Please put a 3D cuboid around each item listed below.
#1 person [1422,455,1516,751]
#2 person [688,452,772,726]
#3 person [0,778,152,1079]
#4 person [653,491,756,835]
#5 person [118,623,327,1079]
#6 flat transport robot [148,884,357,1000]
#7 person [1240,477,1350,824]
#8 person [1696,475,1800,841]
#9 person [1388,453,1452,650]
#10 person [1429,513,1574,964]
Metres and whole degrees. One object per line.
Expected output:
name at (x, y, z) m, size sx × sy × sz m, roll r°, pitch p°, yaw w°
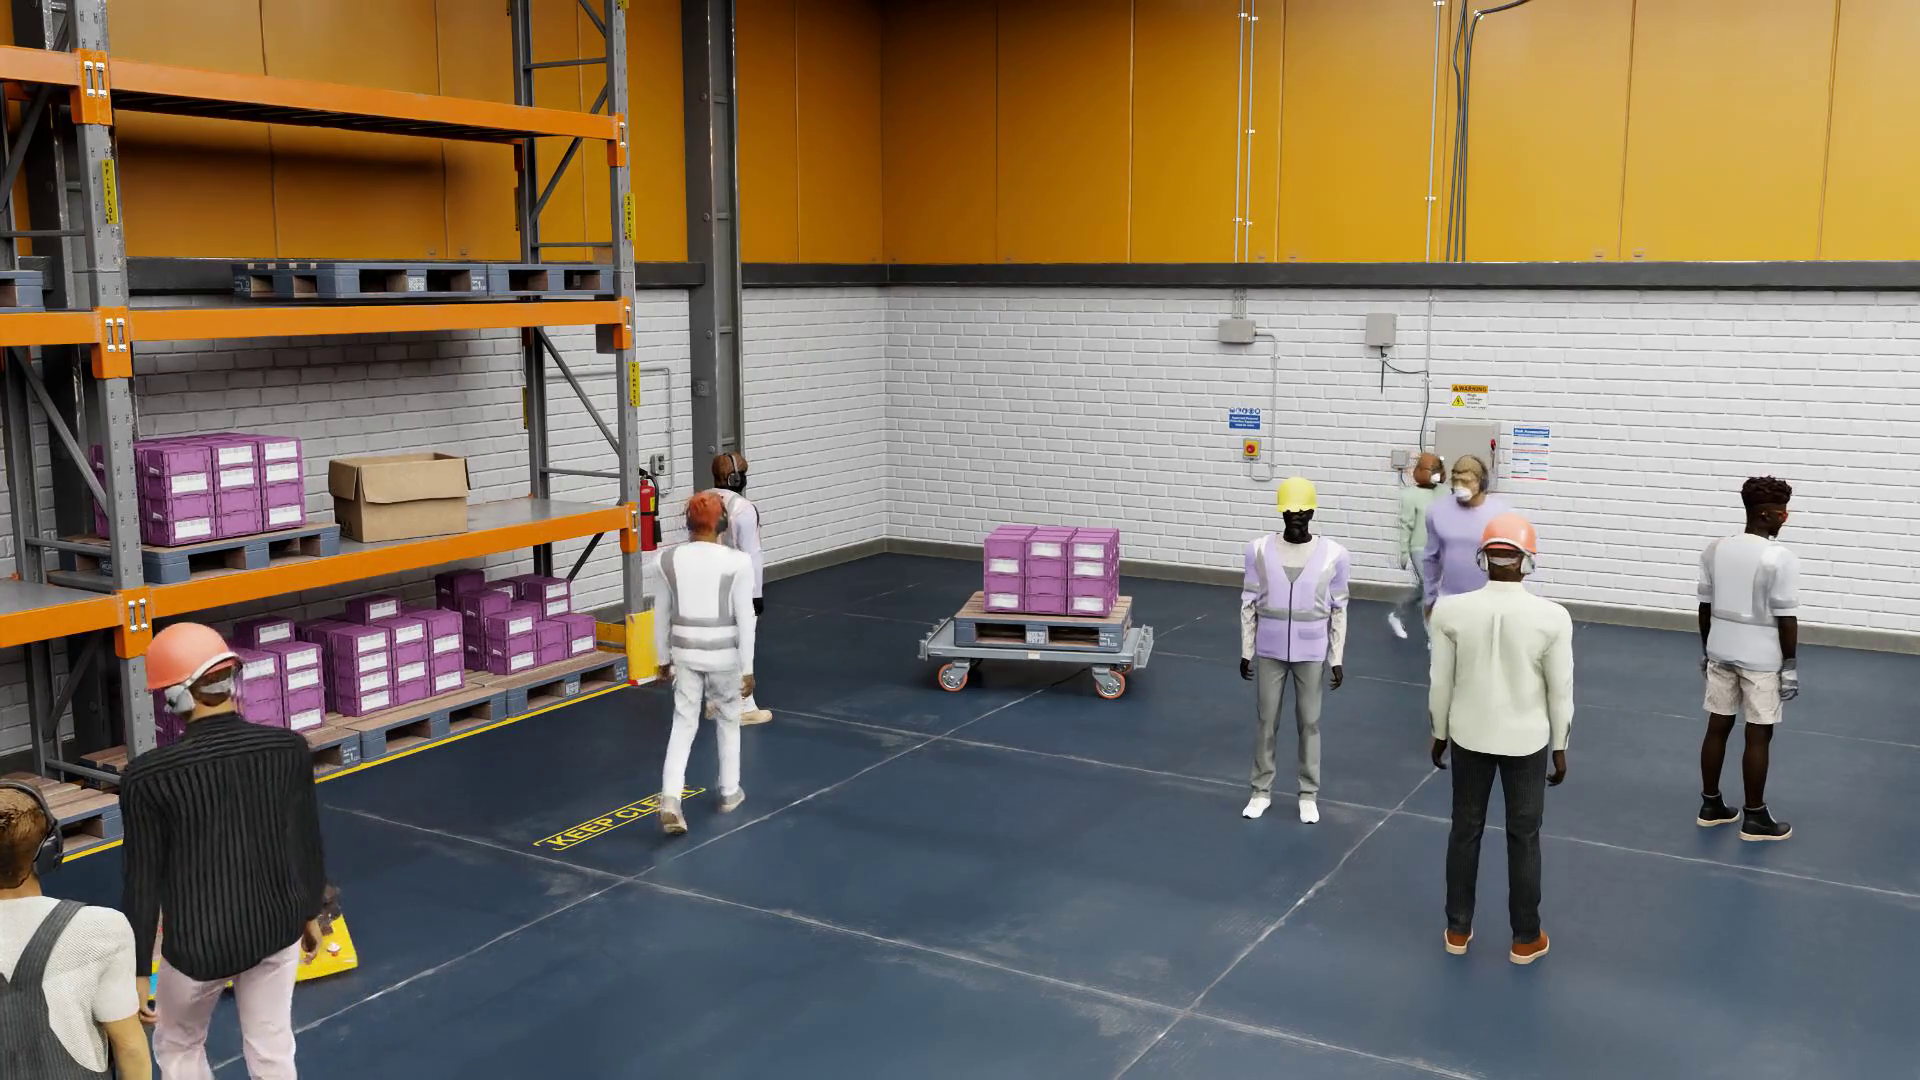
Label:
person at (3.173, 0.416, 10.427) m, size 0.662 × 1.912 × 0.601 m, roll 7°, pitch 12°, yaw 38°
person at (-1.540, 0.325, 11.213) m, size 0.636 × 1.842 × 0.429 m, roll 8°, pitch 12°, yaw 41°
person at (-2.224, 1.474, 4.033) m, size 0.508 × 1.846 × 0.345 m, roll -3°, pitch 10°, yaw -19°
person at (-1.419, 0.661, 9.097) m, size 0.597 × 1.858 × 0.901 m, roll 1°, pitch 9°, yaw 9°
person at (-2.290, 1.229, 5.186) m, size 0.591 × 1.956 × 0.669 m, roll 8°, pitch 12°, yaw 41°
flat transport robot at (-3.379, 1.763, 7.121) m, size 1.431 × 0.197 × 0.652 m, roll -5°, pitch 10°, yaw -26°
person at (1.837, 0.605, 9.191) m, size 0.585 × 1.929 × 0.370 m, roll 3°, pitch 10°, yaw 17°
person at (4.248, 0.627, 8.955) m, size 0.374 × 1.960 × 0.600 m, roll -4°, pitch 10°, yaw -24°
person at (3.753, 0.074, 13.519) m, size 0.505 × 1.604 × 0.783 m, roll -5°, pitch 10°, yaw -29°
person at (2.384, 0.873, 7.345) m, size 0.609 × 1.986 × 0.392 m, roll 5°, pitch 10°, yaw 27°
